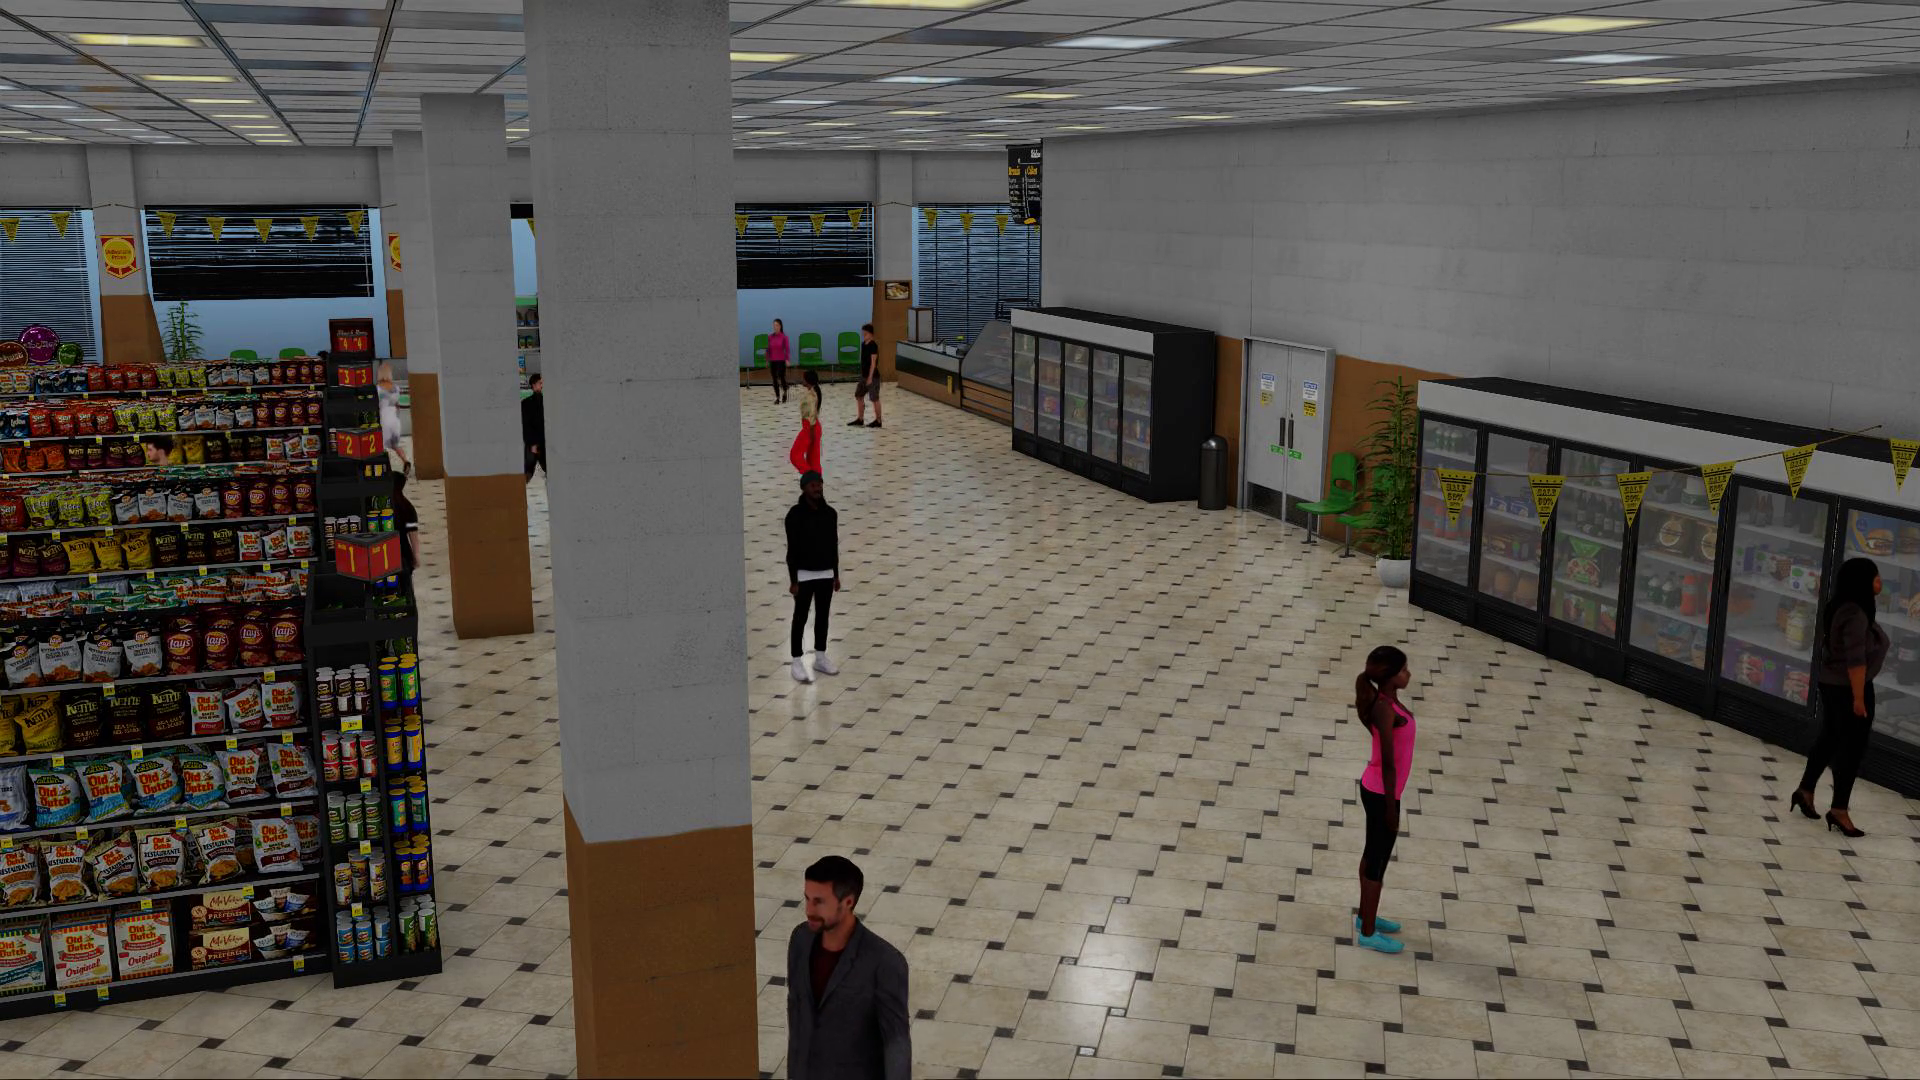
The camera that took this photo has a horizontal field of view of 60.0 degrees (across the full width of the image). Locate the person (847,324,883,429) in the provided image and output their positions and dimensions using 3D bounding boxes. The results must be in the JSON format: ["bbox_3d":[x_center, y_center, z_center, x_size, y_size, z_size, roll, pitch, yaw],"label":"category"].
[{"bbox_3d":[-1.511,-2.896,29.488,0.894,1.842,0.764,-6,13,-28],"label":"person"}]

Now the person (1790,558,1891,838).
[{"bbox_3d":[5.786,1.008,10.929,0.806,1.850,0.773,2,12,10],"label":"person"}]

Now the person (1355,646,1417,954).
[{"bbox_3d":[2.348,1.420,9.277,0.694,1.724,0.653,3,12,12],"label":"person"}]

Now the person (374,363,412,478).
[{"bbox_3d":[-8.159,-1.666,23.916,0.931,1.730,1.015,10,15,39],"label":"person"}]

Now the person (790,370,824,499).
[{"bbox_3d":[-1.937,-1.414,22.593,0.805,1.783,0.737,2,12,11],"label":"person"}]

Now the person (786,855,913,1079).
[{"bbox_3d":[-0.382,2.018,6.122,0.936,1.854,1.041,9,15,38],"label":"person"}]

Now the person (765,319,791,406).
[{"bbox_3d":[-3.545,-3.509,32.778,0.719,1.686,0.787,4,13,19],"label":"person"}]

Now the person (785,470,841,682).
[{"bbox_3d":[-1.281,0.288,14.428,0.603,1.816,0.788,-8,15,-35],"label":"person"}]
